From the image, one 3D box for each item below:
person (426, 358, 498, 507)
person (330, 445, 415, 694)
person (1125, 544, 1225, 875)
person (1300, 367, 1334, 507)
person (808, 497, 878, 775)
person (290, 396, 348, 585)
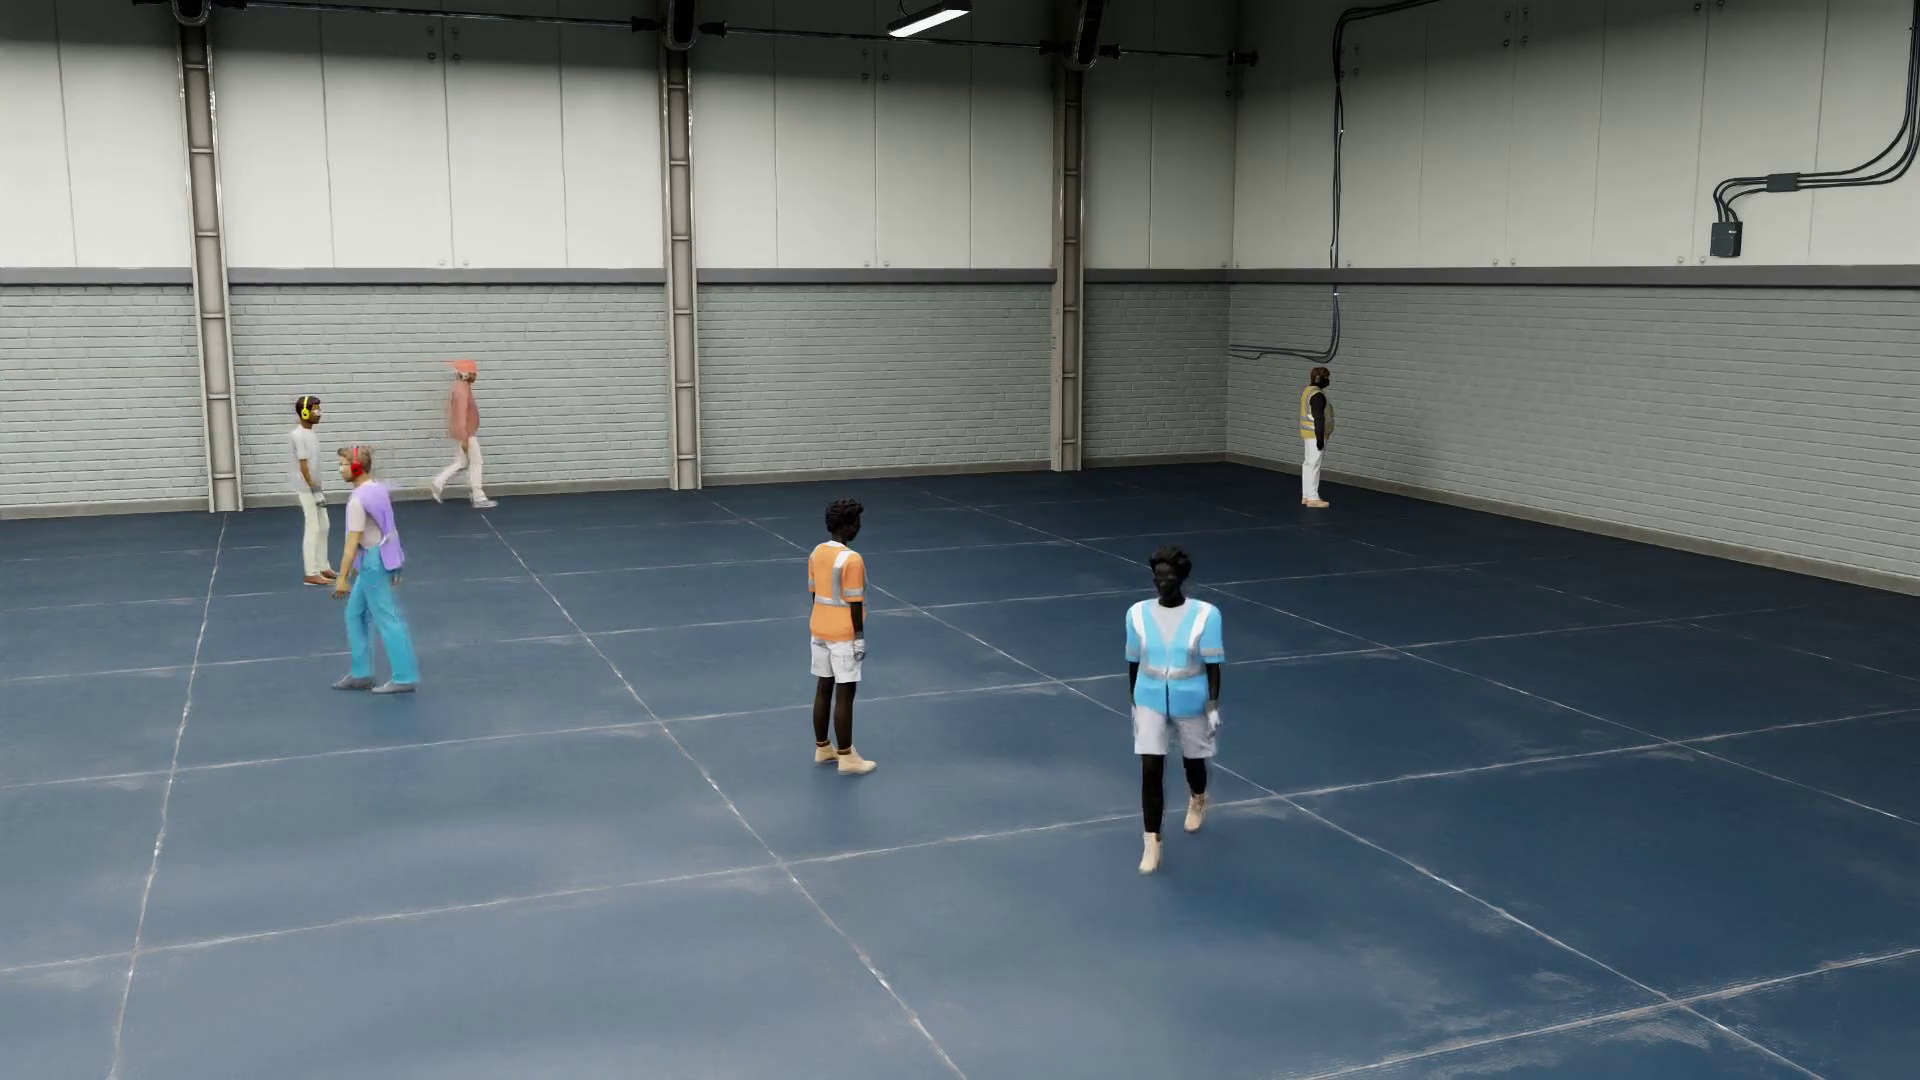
[{"bbox_3d":[-6.509,-1.386,21.628,0.802,1.975,0.613,-4,10,-23],"label":"person"},{"bbox_3d":[-4.323,0.228,11.969,0.756,1.814,0.587,-2,9,-10],"label":"person"},{"bbox_3d":[1.122,0.830,8.654,0.528,1.675,0.750,3,9,17],"label":"person"},{"bbox_3d":[4.693,-1.355,21.857,0.429,1.840,0.633,0,9,0],"label":"person"},{"bbox_3d":[-0.737,0.580,10.167,0.323,1.690,0.536,-6,11,-34],"label":"person"},{"bbox_3d":[-6.318,-0.480,16.300,0.385,1.865,0.539,0,9,-3],"label":"person"}]
